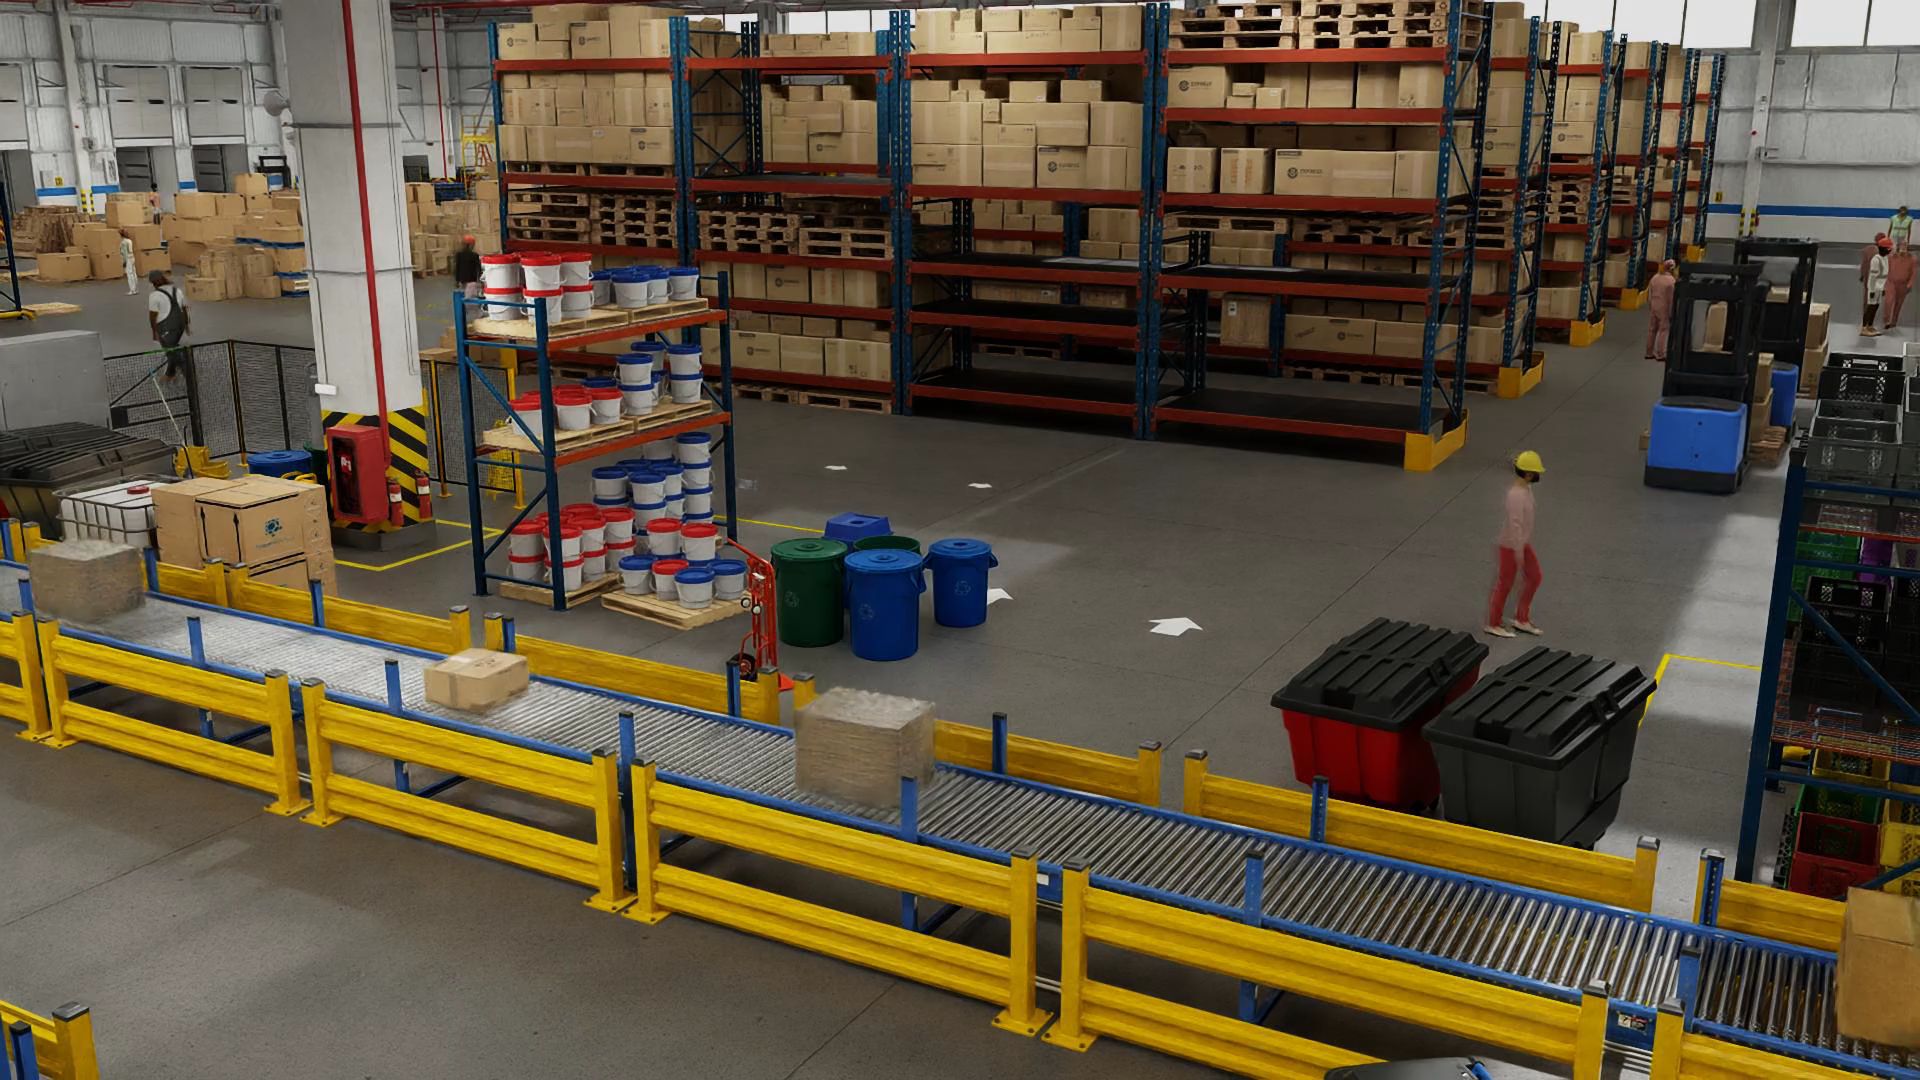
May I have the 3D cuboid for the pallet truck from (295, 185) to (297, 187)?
[{"bbox_3d":[-26.804,-14.617,69.738,1.885,1.965,0.823,-14,20,-42],"label":"pallet truck"}]

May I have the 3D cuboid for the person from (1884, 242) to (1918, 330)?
[{"bbox_3d":[19.986,-5.409,35.432,0.630,1.844,1.065,6,16,23],"label":"person"}]

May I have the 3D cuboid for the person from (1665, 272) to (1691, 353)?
[{"bbox_3d":[13.839,-4.412,31.943,0.315,1.700,0.541,-1,15,-3],"label":"person"}]

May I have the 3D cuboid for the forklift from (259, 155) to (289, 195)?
[{"bbox_3d":[-24.419,-12.329,59.450,1.129,2.768,1.873,-6,16,-23],"label":"forklift"}]

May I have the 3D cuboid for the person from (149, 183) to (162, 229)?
[{"bbox_3d":[-30.235,-12.553,62.557,0.318,1.696,0.538,3,15,10],"label":"person"}]

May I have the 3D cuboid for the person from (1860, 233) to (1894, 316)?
[{"bbox_3d":[20.773,-6.018,37.694,0.664,1.864,0.998,9,17,30],"label":"person"}]

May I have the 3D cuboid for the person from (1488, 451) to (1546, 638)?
[{"bbox_3d":[5.124,0.058,15.050,0.599,1.745,0.543,9,17,31],"label":"person"}]

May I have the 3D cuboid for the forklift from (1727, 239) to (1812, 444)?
[{"bbox_3d":[11.664,-2.935,24.132,1.129,2.768,1.873,8,17,27],"label":"forklift"}]

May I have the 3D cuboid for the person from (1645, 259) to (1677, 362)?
[{"bbox_3d":[13.167,-4.291,31.118,0.400,1.901,0.643,-5,16,-18],"label":"person"}]

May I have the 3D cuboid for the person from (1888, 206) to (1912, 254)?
[{"bbox_3d":[27.221,-8.790,48.242,0.575,1.794,0.968,6,16,22],"label":"person"}]

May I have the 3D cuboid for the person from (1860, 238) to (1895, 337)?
[{"bbox_3d":[18.954,-5.209,34.317,0.601,2.035,0.408,-14,20,-42],"label":"person"}]

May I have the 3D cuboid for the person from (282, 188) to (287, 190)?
[{"bbox_3d":[-22.641,-10.957,56.235,0.989,1.859,0.558,-10,18,-33],"label":"person"}]

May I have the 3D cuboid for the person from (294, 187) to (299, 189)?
[{"bbox_3d":[-22.064,-10.808,55.566,0.661,1.932,0.446,12,19,39],"label":"person"}]

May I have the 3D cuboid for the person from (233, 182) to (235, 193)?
[{"bbox_3d":[-26.105,-12.035,60.218,0.719,1.904,0.655,-13,20,-41],"label":"person"}]

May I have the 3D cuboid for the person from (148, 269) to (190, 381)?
[{"bbox_3d":[-13.562,-3.698,28.611,0.926,2.000,0.700,5,16,18],"label":"person"}]

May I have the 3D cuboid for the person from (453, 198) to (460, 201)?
[{"bbox_3d":[-16.472,-10.385,54.522,0.515,1.636,0.315,13,20,40],"label":"person"}]

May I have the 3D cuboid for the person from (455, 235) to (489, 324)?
[{"bbox_3d":[-10.621,-5.641,36.129,0.624,1.931,1.063,8,17,28],"label":"person"}]

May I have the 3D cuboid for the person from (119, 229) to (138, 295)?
[{"bbox_3d":[-20.808,-6.949,41.596,0.312,1.642,0.512,-2,15,-8],"label":"person"}]

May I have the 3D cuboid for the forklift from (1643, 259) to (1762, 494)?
[{"bbox_3d":[9.510,-2.140,21.144,1.129,2.768,1.873,8,17,28],"label":"forklift"}]
